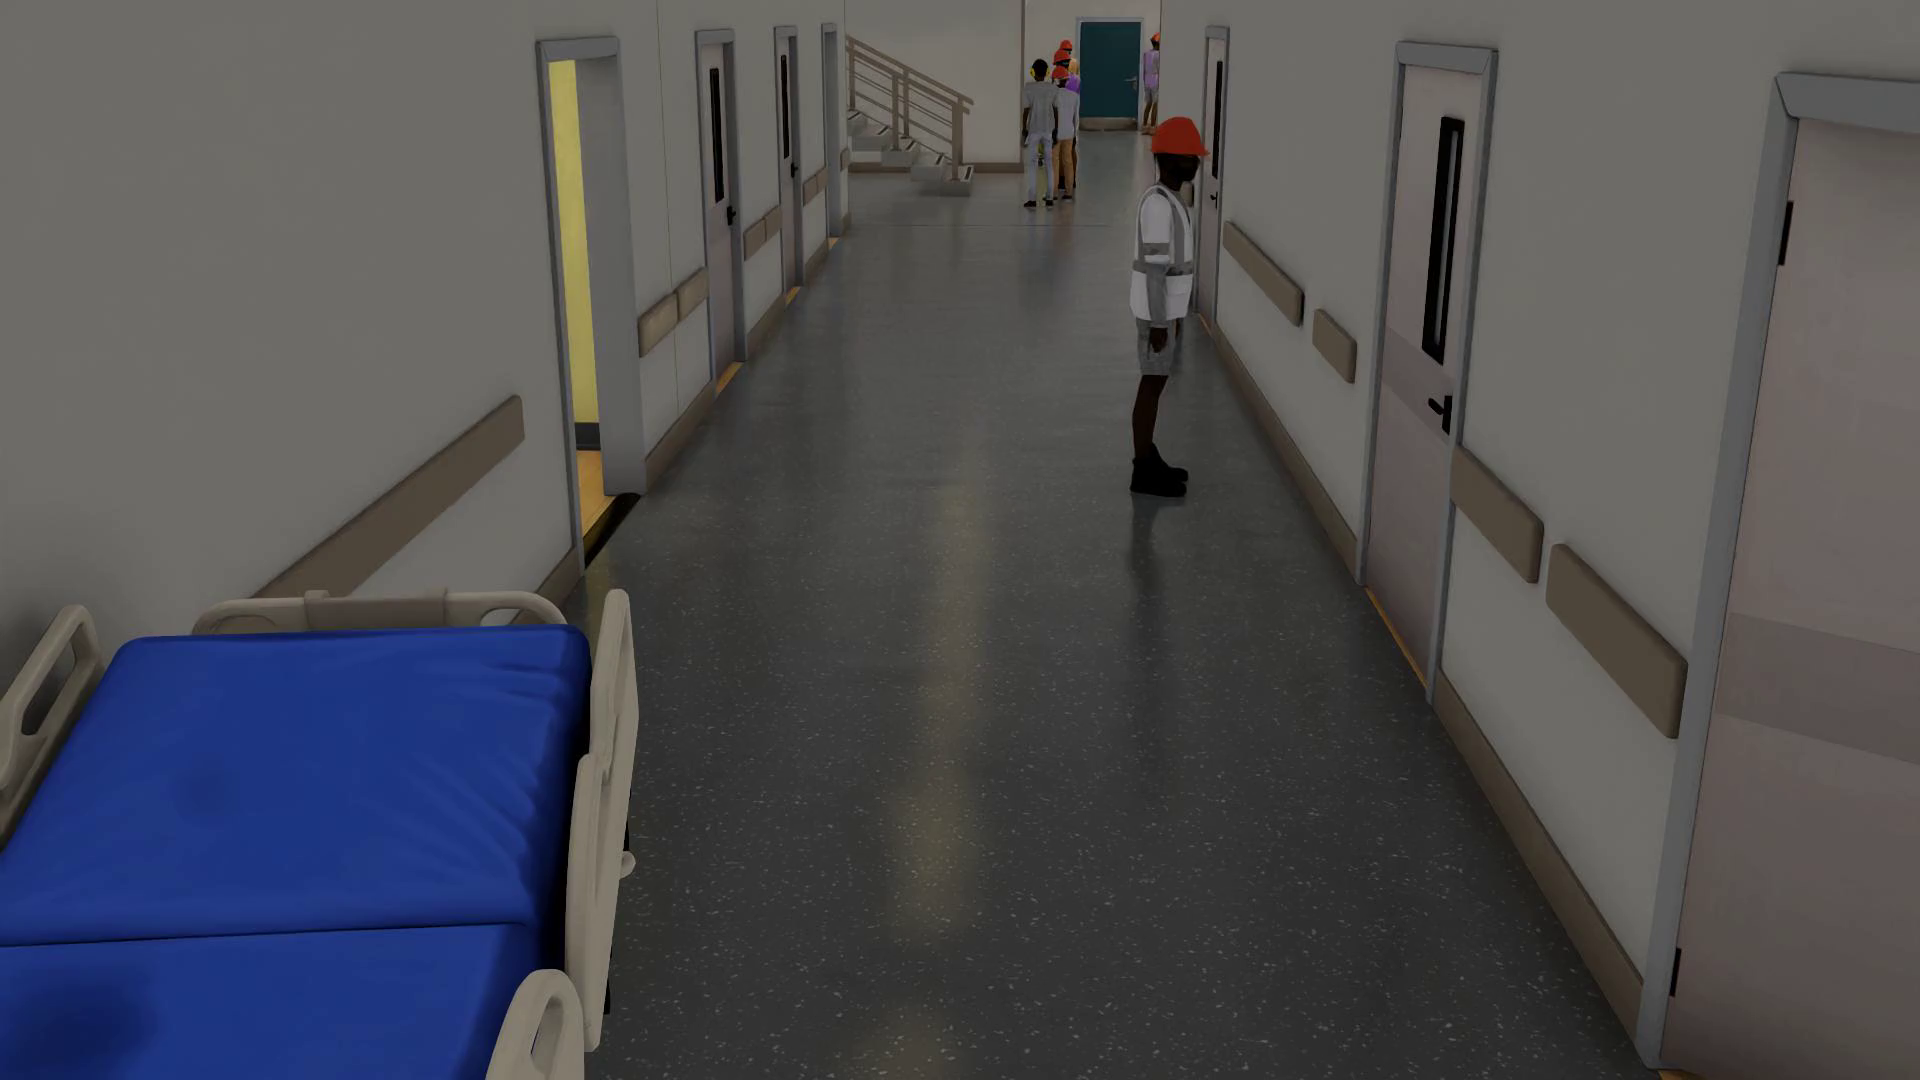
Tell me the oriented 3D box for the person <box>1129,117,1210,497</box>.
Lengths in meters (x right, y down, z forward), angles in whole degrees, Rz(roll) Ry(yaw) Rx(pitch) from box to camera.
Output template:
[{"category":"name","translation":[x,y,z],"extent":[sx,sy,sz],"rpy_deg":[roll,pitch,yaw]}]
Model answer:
[{"category":"person","translation":[1.077,-1.205,8.652],"extent":[0.379,1.938,0.547],"rpy_deg":[4,18,12]}]

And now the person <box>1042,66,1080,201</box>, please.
[{"category":"person","translation":[1.320,-5.391,22.095],"extent":[0.573,1.755,0.319],"rpy_deg":[-10,20,-29]}]

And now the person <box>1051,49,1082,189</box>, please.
[{"category":"person","translation":[1.462,-5.979,23.670],"extent":[0.542,1.928,0.374],"rpy_deg":[-16,24,-41]}]

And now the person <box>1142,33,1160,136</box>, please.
[{"category":"person","translation":[3.956,-9.235,33.742],"extent":[0.403,2.031,0.614],"rpy_deg":[-11,21,-31]}]

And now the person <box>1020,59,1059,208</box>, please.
[{"category":"person","translation":[1.024,-5.210,21.358],"extent":[0.508,1.864,0.329],"rpy_deg":[-4,18,-13]}]

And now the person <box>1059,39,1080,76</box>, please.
[{"category":"person","translation":[1.980,-8.379,31.195],"extent":[0.553,1.935,0.364],"rpy_deg":[-14,22,-37]}]
